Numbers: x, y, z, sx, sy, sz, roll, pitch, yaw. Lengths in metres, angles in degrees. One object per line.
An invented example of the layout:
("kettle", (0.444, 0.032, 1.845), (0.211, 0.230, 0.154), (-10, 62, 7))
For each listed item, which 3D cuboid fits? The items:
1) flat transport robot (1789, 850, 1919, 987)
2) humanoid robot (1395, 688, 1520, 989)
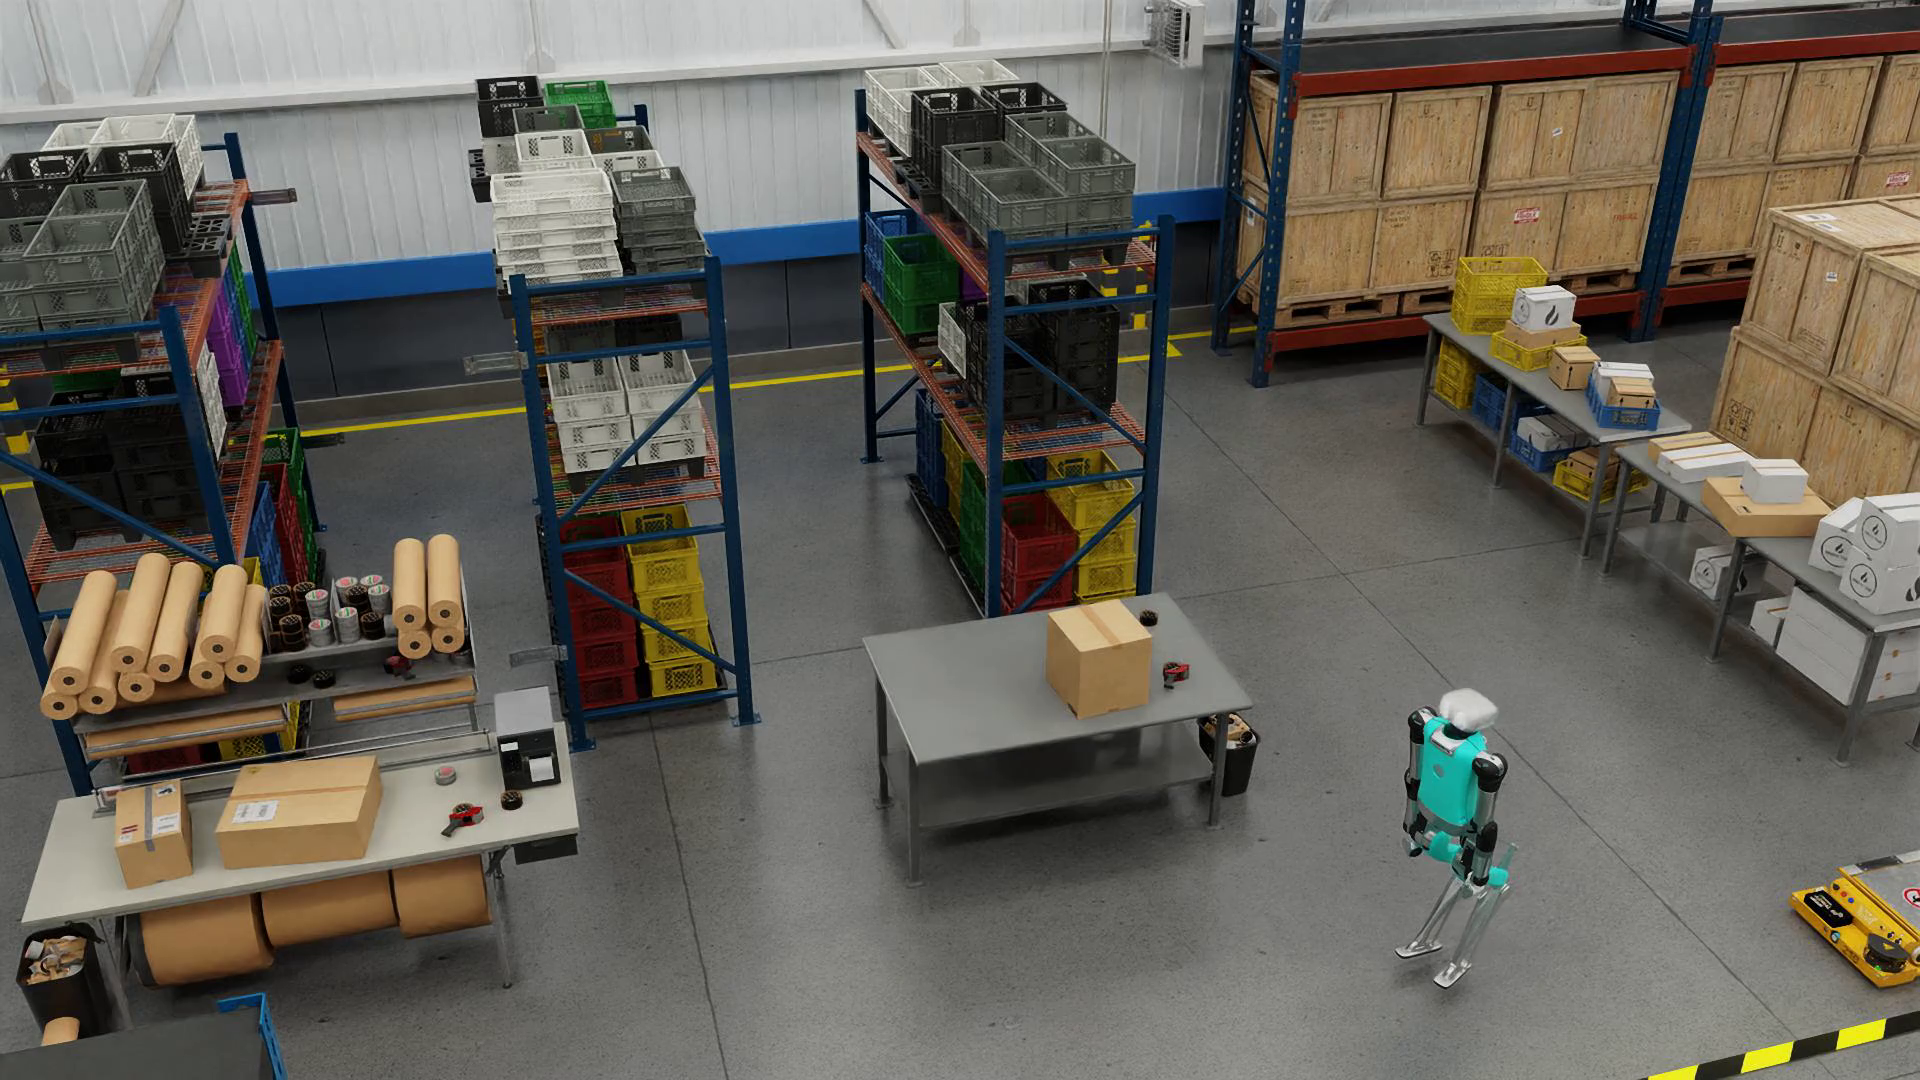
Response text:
("flat transport robot", (5.163, 1.916, 8.676), (1.431, 0.231, 0.659), (-8, 30, -14))
("humanoid robot", (2.469, 1.386, 7.981), (0.735, 1.673, 0.533), (-17, 33, -27))
